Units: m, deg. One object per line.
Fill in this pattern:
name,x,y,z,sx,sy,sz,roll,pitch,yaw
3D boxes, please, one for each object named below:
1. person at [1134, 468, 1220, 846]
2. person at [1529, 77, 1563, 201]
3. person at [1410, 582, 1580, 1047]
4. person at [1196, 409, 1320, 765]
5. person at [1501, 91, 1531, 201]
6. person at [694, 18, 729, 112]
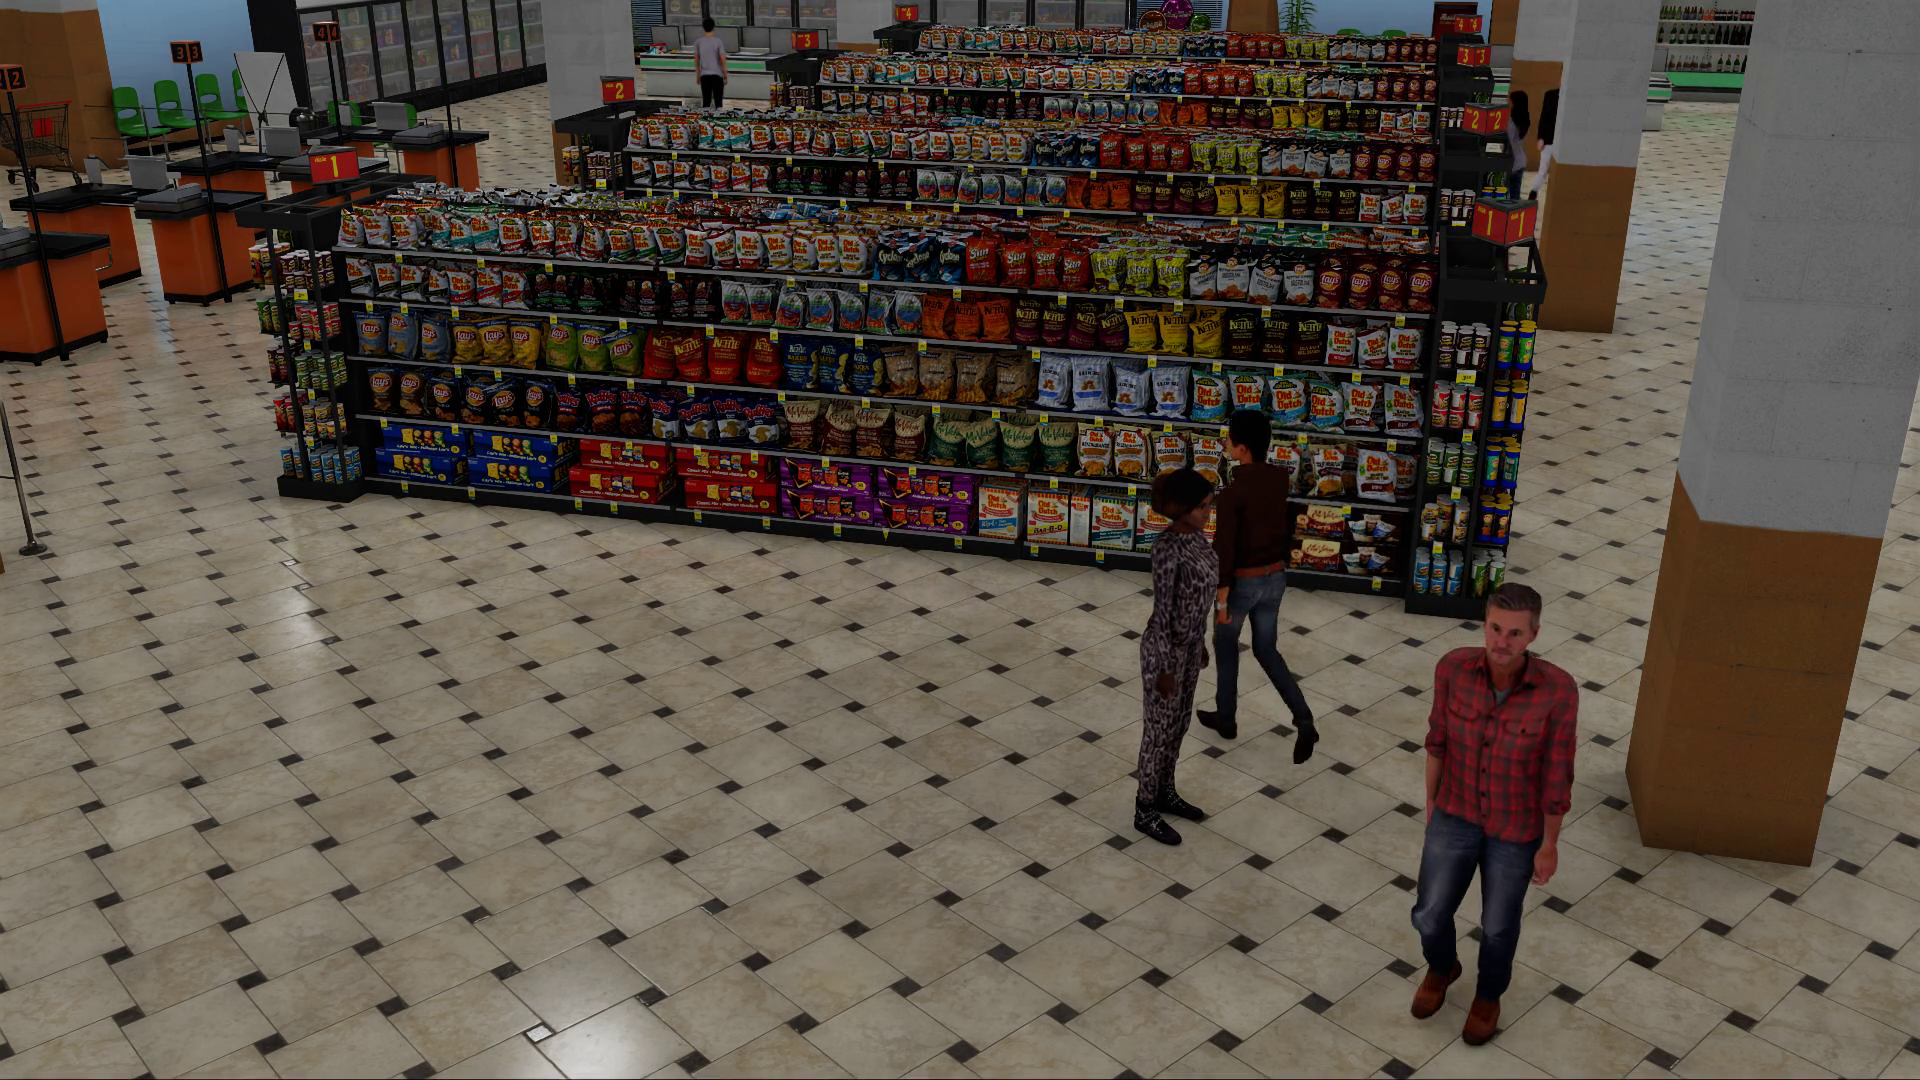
person,0.939,0.497,7.328,0.638,1.717,0.639,13,26,30
person,7.451,-4.995,20.862,1.096,1.818,0.878,1,22,2
person,1.945,0.968,6.026,0.674,1.814,0.826,12,25,26
person,1.441,0.261,7.880,1.065,1.744,1.133,-12,25,-28
person,6.466,-4.299,19.244,0.766,1.732,0.803,-16,27,-34
person,-4.060,-7.537,27.127,0.512,1.862,0.760,3,22,7
